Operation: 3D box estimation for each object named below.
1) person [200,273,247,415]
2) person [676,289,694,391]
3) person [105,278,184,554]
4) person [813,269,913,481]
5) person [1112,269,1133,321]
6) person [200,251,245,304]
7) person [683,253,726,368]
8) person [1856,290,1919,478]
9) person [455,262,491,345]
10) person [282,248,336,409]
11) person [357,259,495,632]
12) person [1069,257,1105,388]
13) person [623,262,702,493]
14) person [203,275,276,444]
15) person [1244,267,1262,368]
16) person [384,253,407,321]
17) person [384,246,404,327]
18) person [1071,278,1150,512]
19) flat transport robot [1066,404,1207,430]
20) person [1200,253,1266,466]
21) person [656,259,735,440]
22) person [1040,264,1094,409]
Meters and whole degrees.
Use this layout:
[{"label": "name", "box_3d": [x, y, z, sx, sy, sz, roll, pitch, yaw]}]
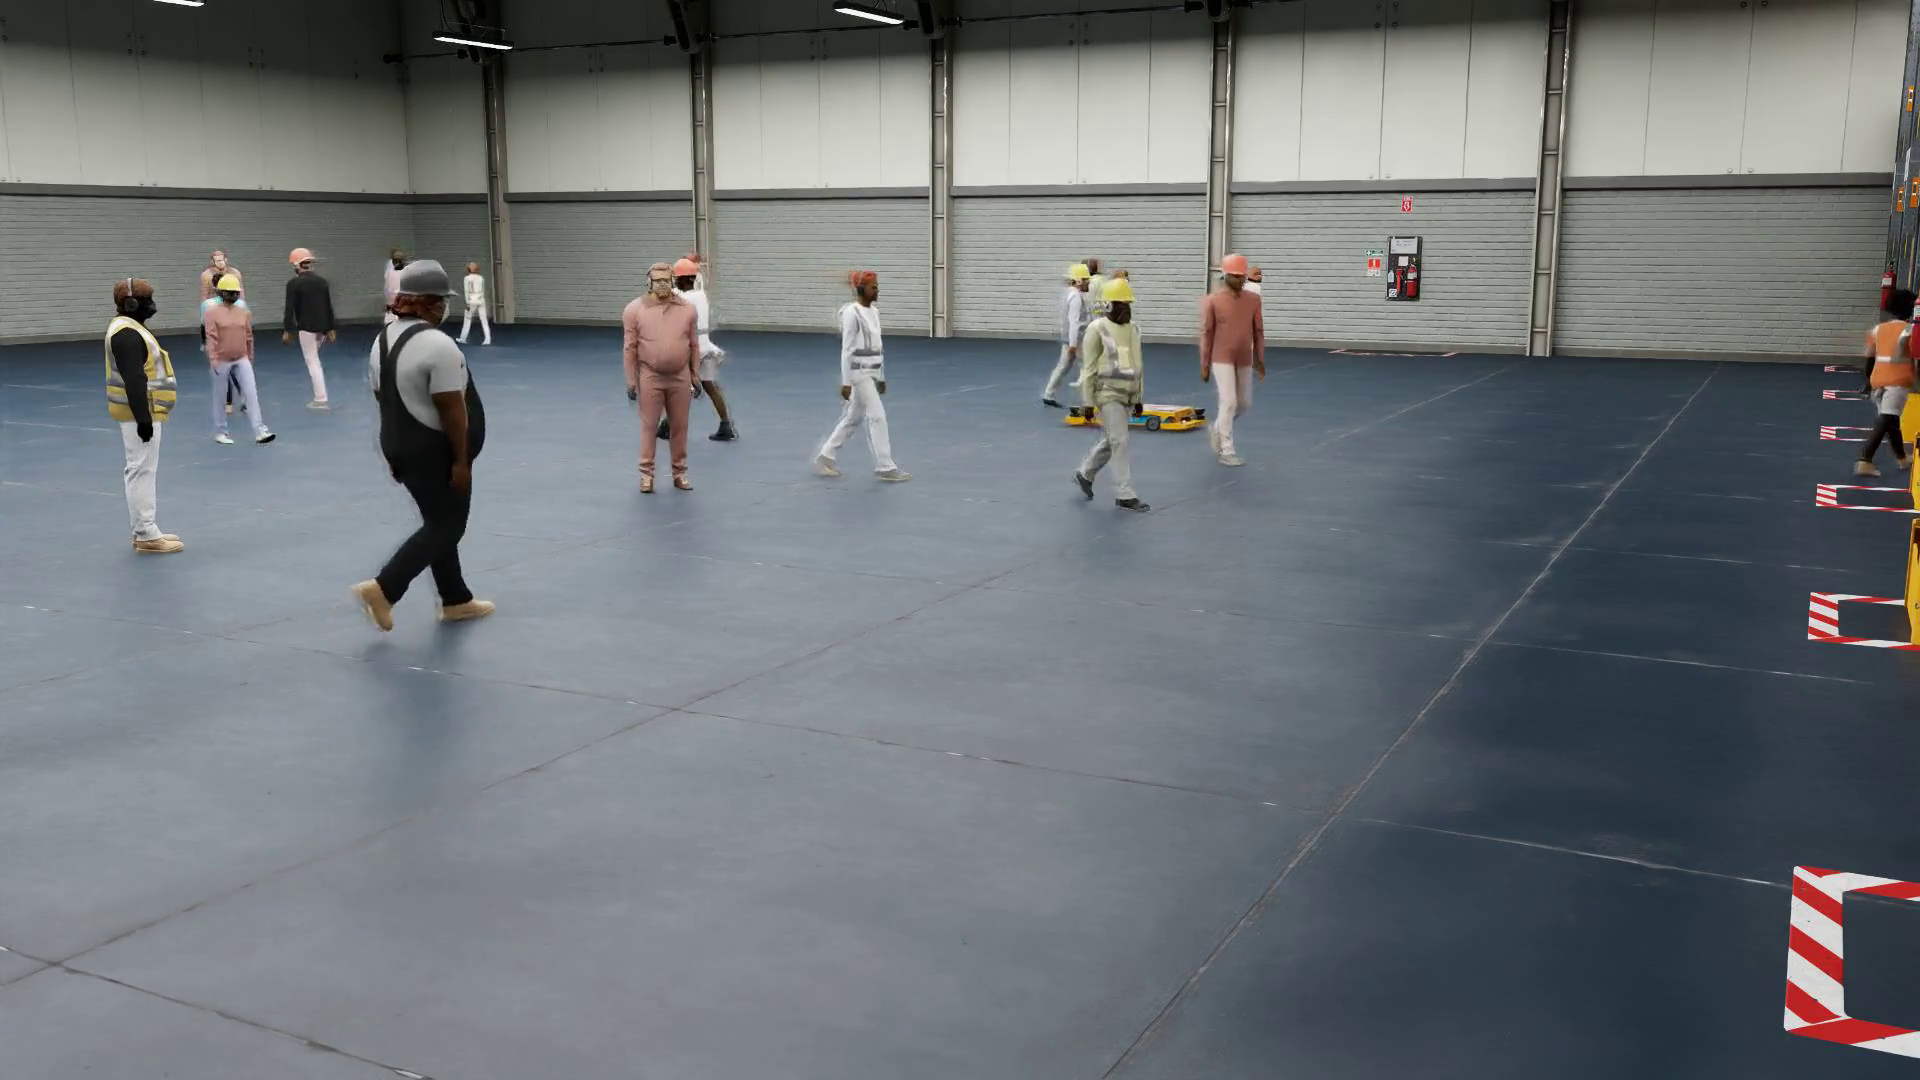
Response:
[{"label": "person", "box_3d": [-8.740, -2.325, 19.793, 0.366, 1.684, 0.533, 8, 13, 37]}, {"label": "person", "box_3d": [-3.733, -2.913, 22.798, 0.398, 1.750, 0.536, 1, 10, 5]}, {"label": "person", "box_3d": [-5.509, -0.835, 11.230, 0.429, 1.845, 0.621, -5, 12, -27]}, {"label": "person", "box_3d": [-0.891, -1.440, 14.529, 0.955, 1.848, 0.586, 3, 11, 18]}, {"label": "person", "box_3d": [2.534, -3.562, 26.755, 0.815, 1.600, 0.507, 9, 14, 39]}, {"label": "person", "box_3d": [-12.198, -3.829, 27.483, 0.664, 1.875, 0.648, -9, 14, -40]}, {"label": "person", "box_3d": [-4.071, -3.537, 25.899, 0.691, 1.867, 0.582, 0, 10, -2]}, {"label": "person", "box_3d": [8.304, -1.380, 14.708, 0.881, 1.647, 0.540, -3, 11, -15]}, {"label": "person", "box_3d": [-9.458, -4.578, 32.305, 0.842, 1.592, 0.546, 7, 12, 32]}, {"label": "person", "box_3d": [-8.027, -2.599, 20.498, 0.627, 1.970, 0.631, 4, 11, 20]}, {"label": "person", "box_3d": [-2.900, -0.510, 8.914, 0.685, 2.000, 0.807, 10, 14, 42]}, {"label": "person", "box_3d": [1.880, -3.008, 23.133, 0.660, 1.829, 0.630, 2, 11, 12]}, {"label": "person", "box_3d": [-2.462, -1.346, 13.840, 0.651, 1.906, 0.403, -4, 11, -23]}, {"label": "person", "box_3d": [-7.337, -1.805, 16.843, 0.868, 1.731, 0.529, 9, 14, 42]}, {"label": "person", "box_3d": [4.703, -3.589, 26.847, 0.294, 1.624, 0.501, -3, 11, -14]}, {"label": "person", "box_3d": [-10.350, -4.400, 30.806, 0.649, 1.791, 0.953, 0, 10, 1]}, {"label": "person", "box_3d": [-11.185, -4.934, 33.422, 0.960, 1.895, 0.663, -1, 10, -6]}, {"label": "person", "box_3d": [1.178, -1.150, 13.060, 0.599, 1.806, 0.842, -10, 14, -43]}, {"label": "flat transport robot", "box_3d": [1.971, -1.390, 18.540, 1.431, 0.197, 0.652, 5, 12, 27]}, {"label": "person", "box_3d": [2.513, -1.707, 15.643, 0.614, 1.970, 0.763, -4, 11, -22]}, {"label": "person", "box_3d": [-2.790, -1.965, 17.298, 1.011, 1.890, 0.550, 5, 12, 26]}, {"label": "person", "box_3d": [1.426, -2.468, 20.287, 0.930, 1.790, 0.585, -1, 10, -6]}]
